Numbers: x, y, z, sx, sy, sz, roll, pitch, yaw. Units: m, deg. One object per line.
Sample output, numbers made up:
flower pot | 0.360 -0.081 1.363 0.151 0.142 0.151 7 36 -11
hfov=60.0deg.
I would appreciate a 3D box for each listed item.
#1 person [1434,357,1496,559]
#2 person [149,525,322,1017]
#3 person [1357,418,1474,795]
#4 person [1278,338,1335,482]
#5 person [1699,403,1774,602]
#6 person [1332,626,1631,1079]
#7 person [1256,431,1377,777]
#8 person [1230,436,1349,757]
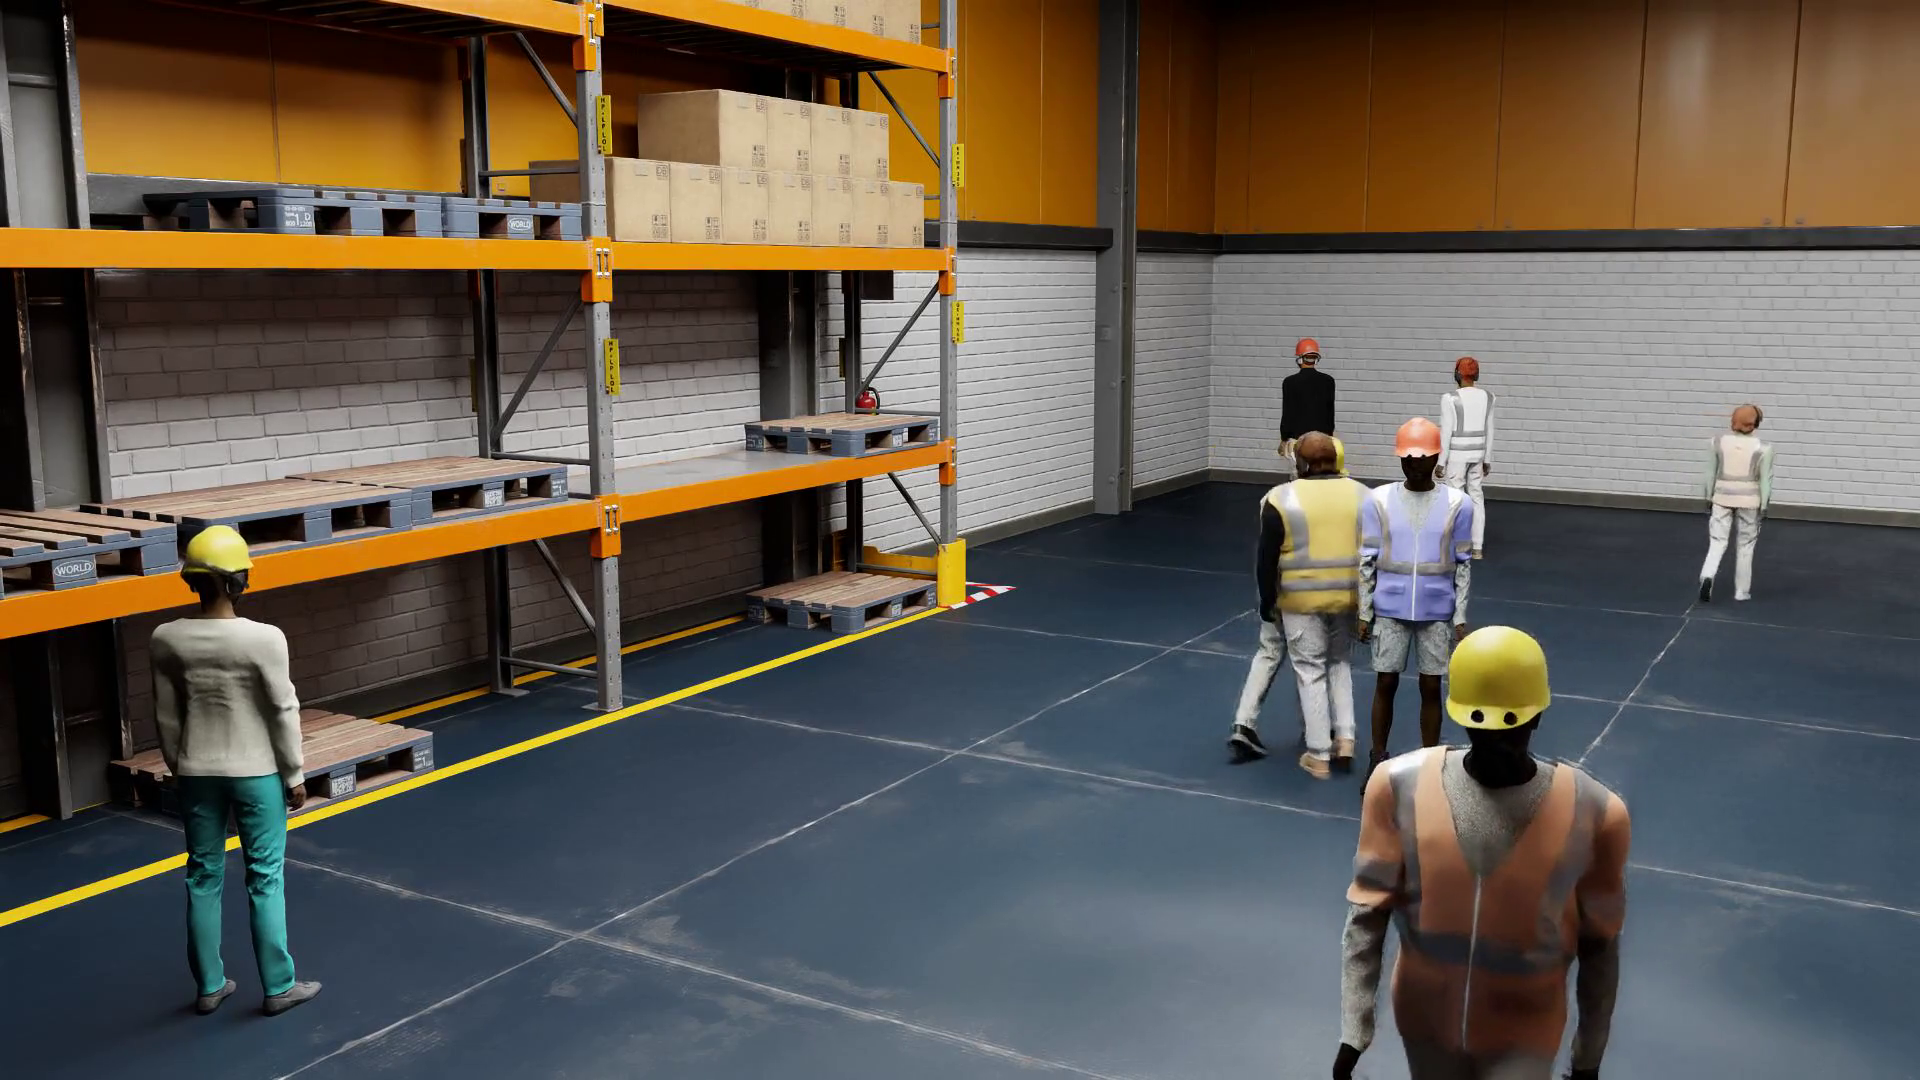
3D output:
person | 4.659 -0.745 15.359 0.584 1.882 0.337 -3 10 -19
person | -2.585 0.826 5.921 0.525 1.769 0.308 1 9 5
person | 2.274 0.351 8.348 0.552 1.936 0.360 3 9 16
person | 3.508 -1.046 16.891 0.623 1.992 0.397 -3 10 -20
person | 6.188 -0.280 13.280 0.521 1.622 0.640 7 12 38
person | 1.165 1.117 3.775 0.594 1.870 1.009 5 10 27
person | 1.889 0.336 8.821 0.643 1.818 0.508 -2 9 -10
person | 1.808 0.314 9.120 0.879 1.778 0.608 -6 11 -35
